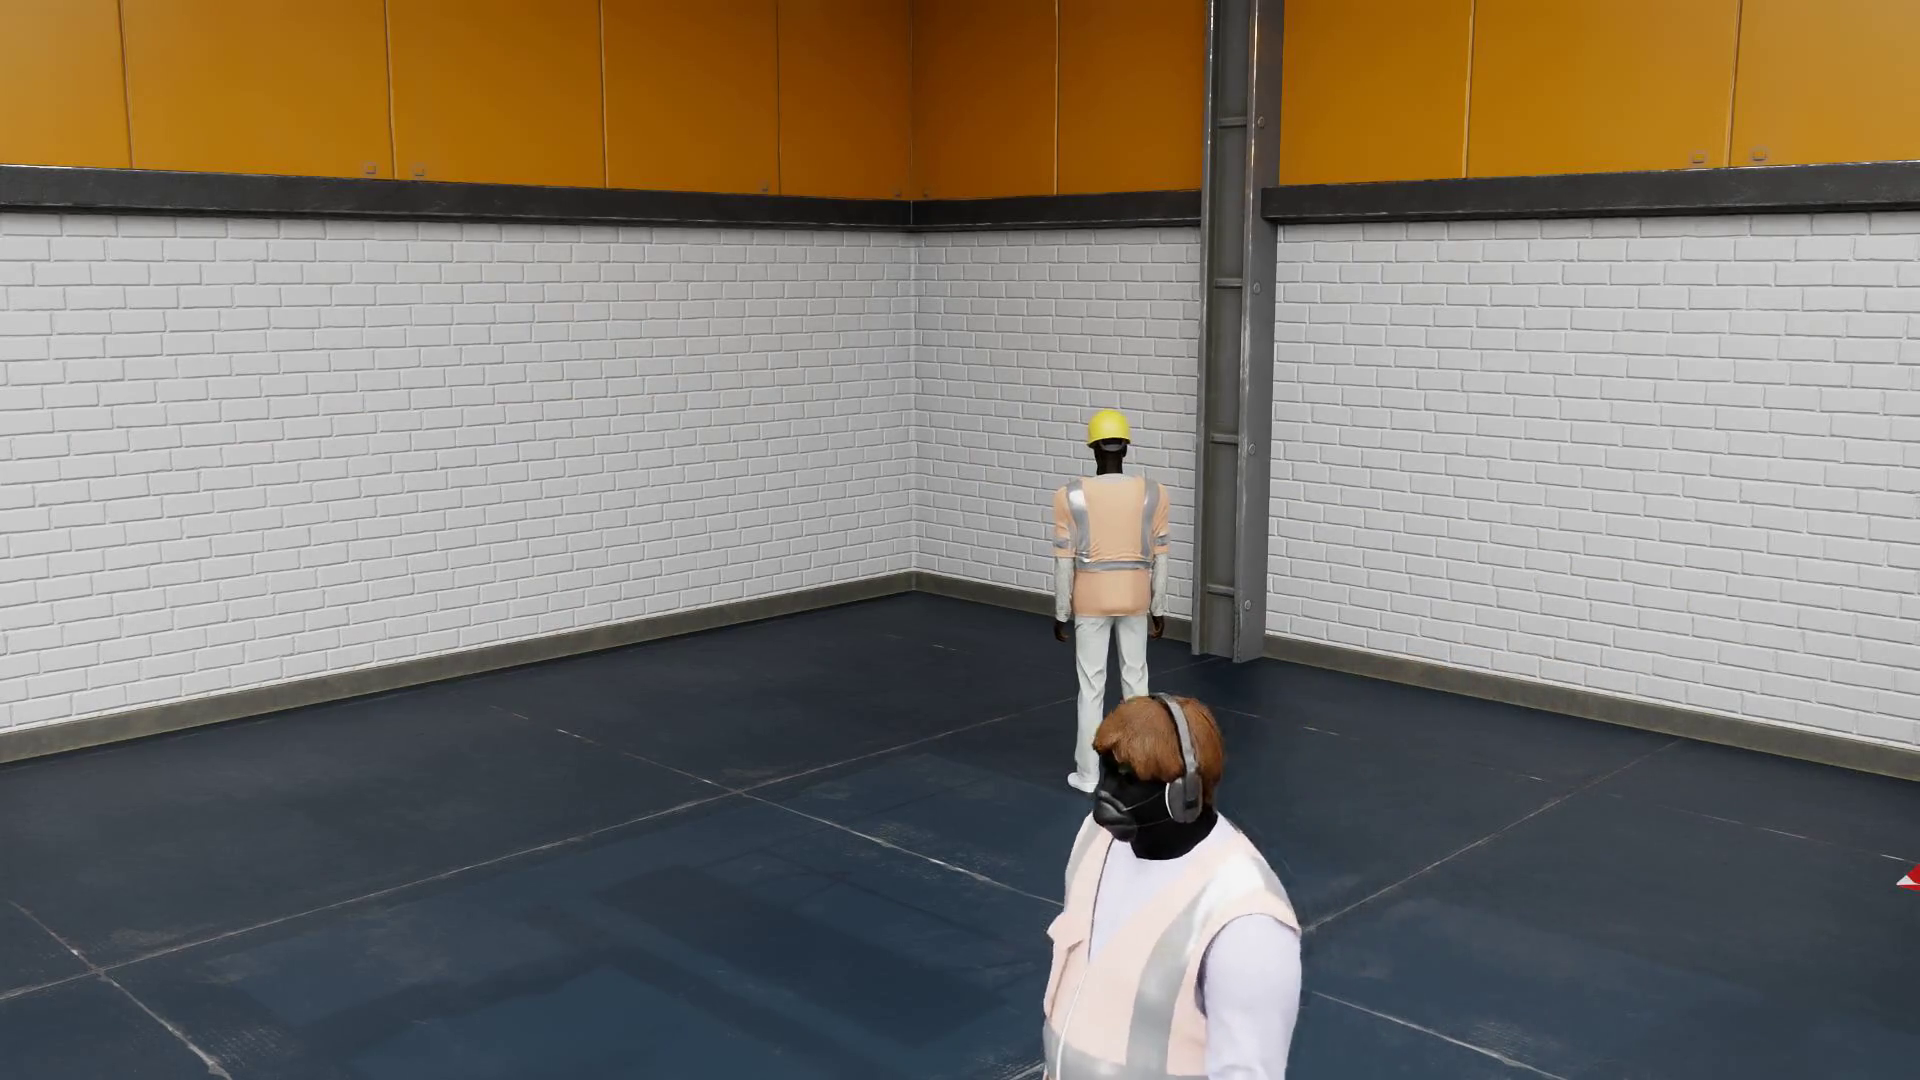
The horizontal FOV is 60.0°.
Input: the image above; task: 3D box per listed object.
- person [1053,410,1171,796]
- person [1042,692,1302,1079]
[{"bbox_3d":[0.741,0.316,8.248,0.585,1.920,0.374,-1,9,-7],"label":"person"},{"bbox_3d":[0.383,1.179,3.230,0.437,1.829,0.654,-4,10,-25],"label":"person"}]
